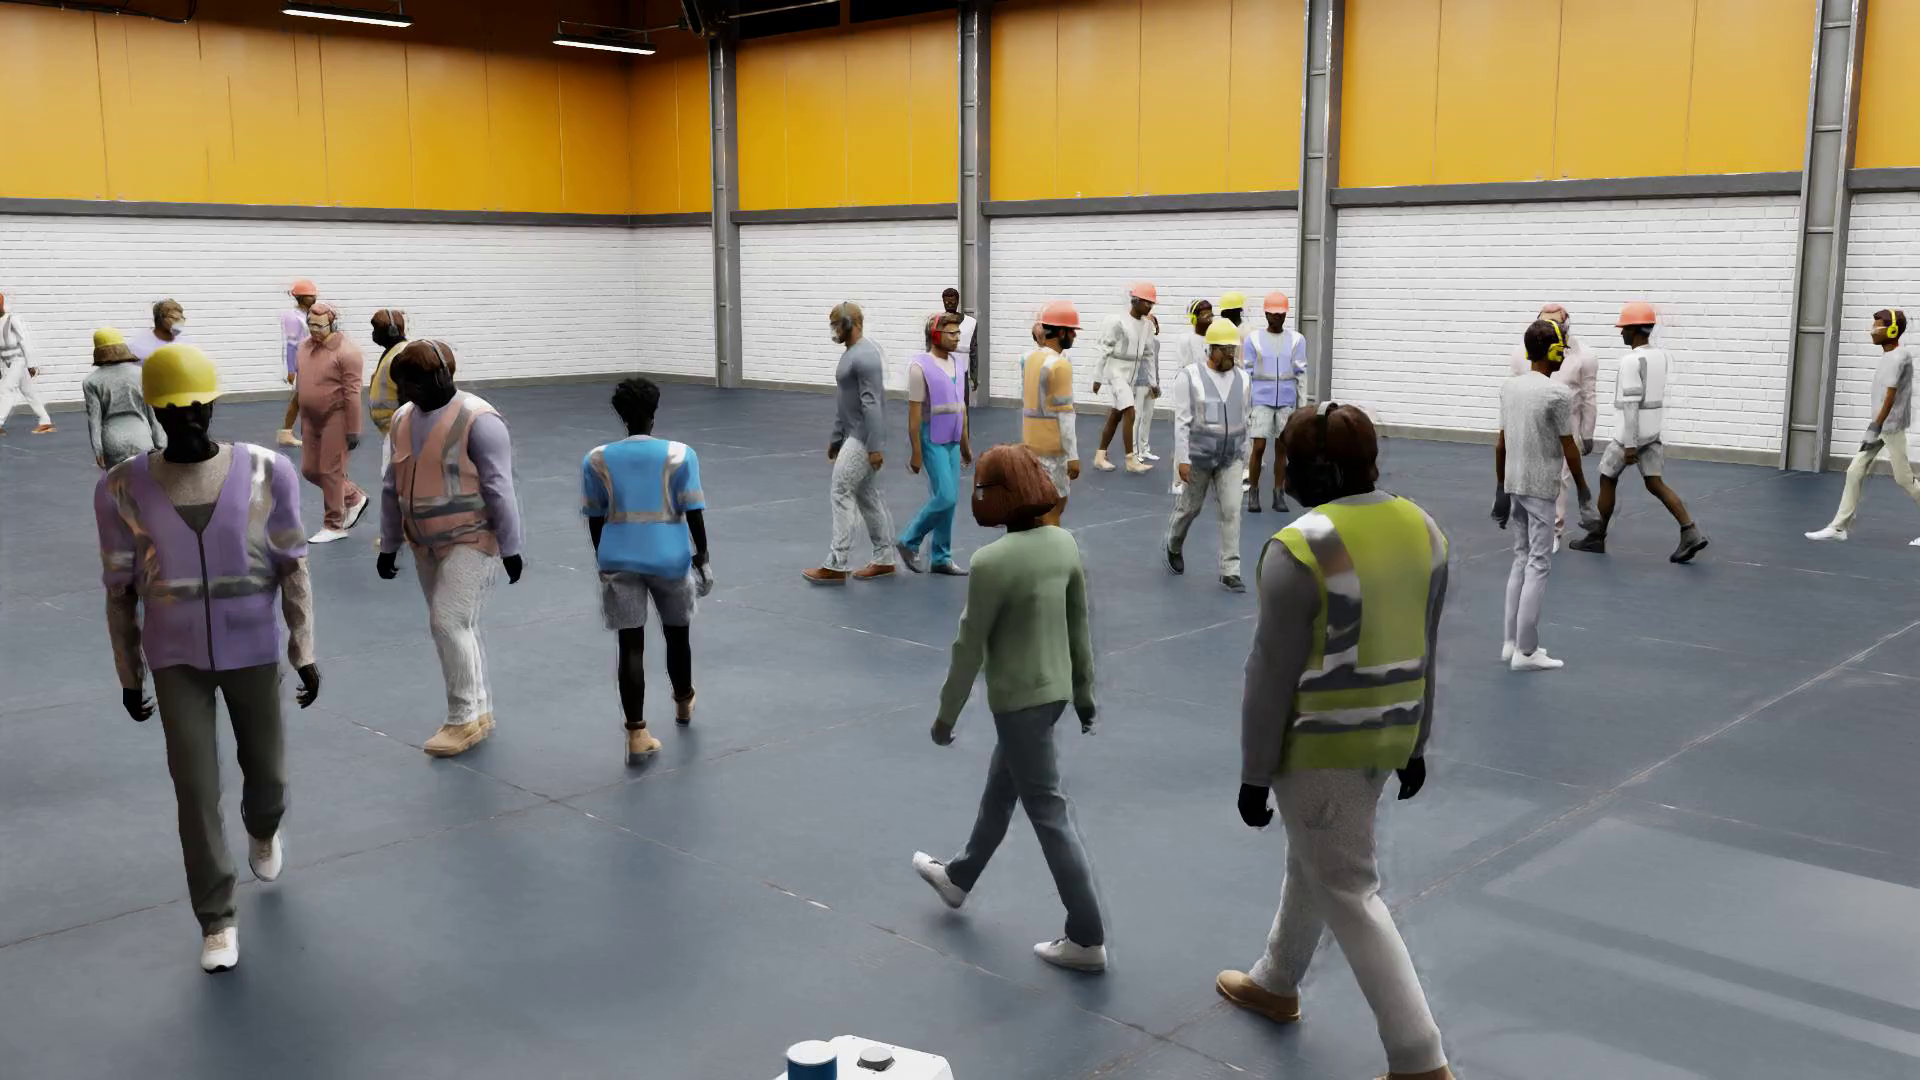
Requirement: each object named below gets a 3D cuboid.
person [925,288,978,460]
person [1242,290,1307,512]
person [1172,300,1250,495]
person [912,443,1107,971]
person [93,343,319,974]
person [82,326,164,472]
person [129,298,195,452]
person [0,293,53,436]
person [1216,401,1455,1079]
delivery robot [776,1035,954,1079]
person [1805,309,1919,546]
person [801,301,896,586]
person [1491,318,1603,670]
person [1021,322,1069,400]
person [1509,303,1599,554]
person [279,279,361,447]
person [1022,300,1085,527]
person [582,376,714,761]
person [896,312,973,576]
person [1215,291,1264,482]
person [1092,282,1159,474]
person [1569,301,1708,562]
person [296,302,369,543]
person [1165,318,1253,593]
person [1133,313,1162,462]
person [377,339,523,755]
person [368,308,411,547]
[{"bbox_3d":[-0.093,-1.841,18.505,0.592,1.912,0.381,0,9,-2],"label":"person"},{"bbox_3d":[2.745,-1.203,14.516,0.549,1.936,0.384,0,9,-2],"label":"person"},{"bbox_3d":[2.303,-1.279,15.318,0.523,1.825,0.918,-9,13,-44],"label":"person"},{"bbox_3d":[0.131,0.496,5.153,0.853,1.578,0.517,6,11,34],"label":"person"},{"bbox_3d":[-2.351,0.326,5.241,0.605,1.906,0.754,-4,10,-22],"label":"person"},{"bbox_3d":[-5.989,-0.678,11.941,0.498,1.715,0.605,-4,10,-25],"label":"person"},{"bbox_3d":[-6.108,-0.918,12.919,0.969,1.884,0.646,4,10,23],"label":"person"},{"bbox_3d":[-12.095,-2.229,21.135,0.581,1.823,1.020,7,12,38],"label":"person"},{"bbox_3d":[0.994,0.536,4.311,0.624,1.795,0.957,-7,11,-35],"label":"person"},{"bbox_3d":[-0.296,1.258,3.357,0.477,0.478,0.707,4,10,26],"label":"delivery robot"},{"bbox_3d":[7.153,-0.856,12.752,0.980,1.827,0.528,2,10,14],"label":"person"},{"bbox_3d":[-0.769,-0.649,11.229,0.758,1.898,0.683,-2,9,-10],"label":"person"},{"bbox_3d":[3.064,-0.234,8.794,0.385,1.866,0.554,-3,10,-17],"label":"person"},{"bbox_3d":[0.836,-1.286,15.993,0.499,1.617,0.694,-2,9,-10],"label":"person"},{"bbox_3d":[4.483,-0.858,12.590,0.659,1.875,0.747,6,11,33],"label":"person"},{"bbox_3d":[-7.653,-2.074,19.682,1.031,1.984,0.630,0,9,1],"label":"person"},{"bbox_3d":[0.594,-0.619,10.991,0.490,1.917,0.556,-3,10,-19],"label":"person"},{"bbox_3d":[-1.371,0.103,7.378,0.583,1.633,0.864,0,9,-1],"label":"person"},{"bbox_3d":[-0.137,-0.644,11.417,0.432,1.831,0.578,5,10,28],"label":"person"},{"bbox_3d":[2.740,-1.491,16.379,0.492,1.899,0.660,-1,9,-8],"label":"person"},{"bbox_3d":[1.749,-1.669,17.245,0.619,1.970,0.913,-9,13,-44],"label":"person"},{"bbox_3d":[5.002,-0.789,12.119,0.548,1.898,1.002,-7,11,-35],"label":"person"},{"bbox_3d":[-4.870,-0.919,12.963,0.676,1.872,0.552,5,11,30],"label":"person"},{"bbox_3d":[1.670,-0.589,11.165,0.583,1.805,0.856,-2,10,-14],"label":"person"},{"bbox_3d":[2.044,-1.680,18.359,0.268,1.632,0.507,9,13,43],"label":"person"},{"bbox_3d":[-2.281,0.036,7.270,0.667,1.820,0.642,6,11,31],"label":"person"},{"bbox_3d":[-4.221,-0.839,12.635,0.501,1.831,0.642,-4,10,-23],"label":"person"}]
